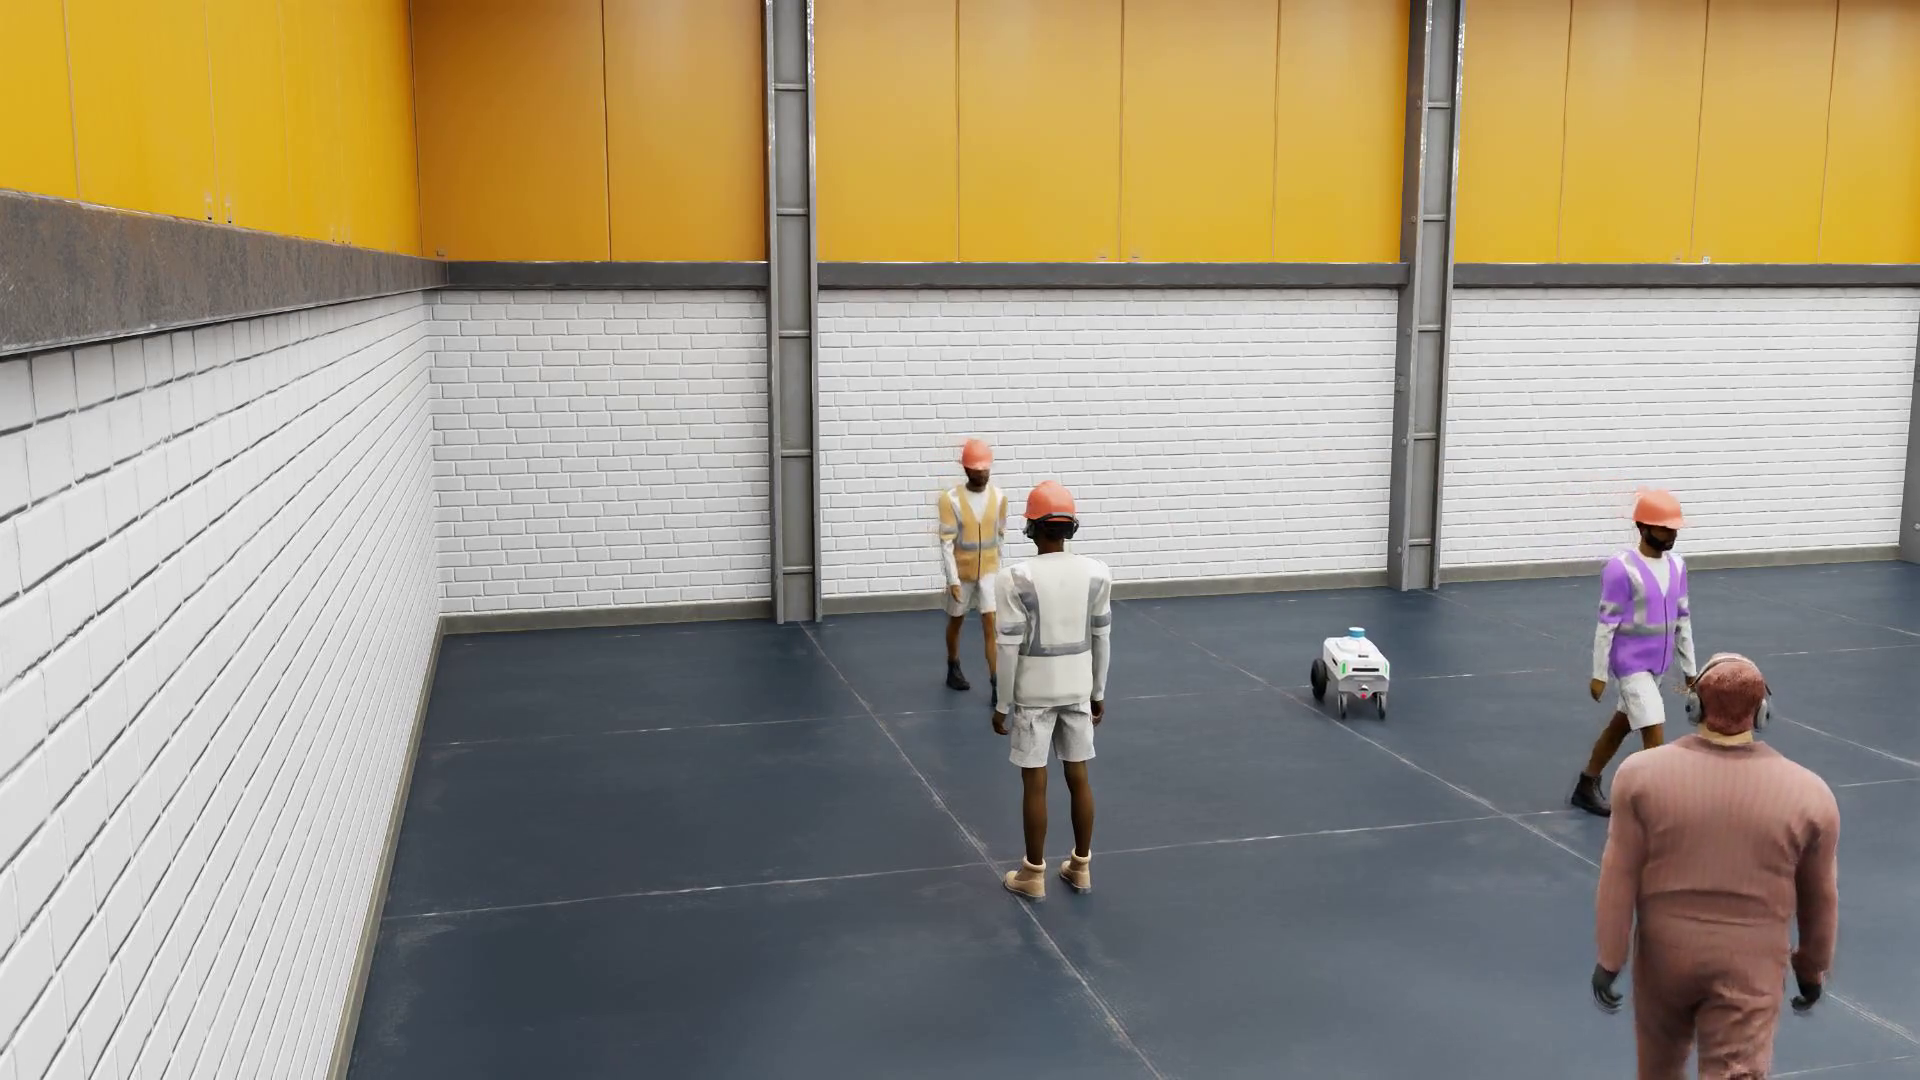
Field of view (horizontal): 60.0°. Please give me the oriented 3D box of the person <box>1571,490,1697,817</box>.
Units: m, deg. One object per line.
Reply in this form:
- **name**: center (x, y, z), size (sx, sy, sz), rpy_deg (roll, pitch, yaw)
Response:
- **person**: center (3.715, 0.660, 8.995), size (0.563, 1.886, 0.986), rpy_deg (-5, 10, -29)

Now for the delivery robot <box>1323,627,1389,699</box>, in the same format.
- **delivery robot**: center (2.762, 0.855, 11.616), size (0.477, 0.478, 0.707), rpy_deg (0, 9, 2)

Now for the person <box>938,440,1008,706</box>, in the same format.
- **person**: center (0.105, 0.219, 11.780), size (0.544, 1.873, 1.026), rpy_deg (-3, 10, -19)

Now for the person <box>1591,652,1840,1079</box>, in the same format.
- **person**: center (2.372, 1.267, 5.251), size (0.675, 1.859, 0.981), rpy_deg (4, 10, 24)

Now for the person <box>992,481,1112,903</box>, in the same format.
- **person**: center (0.430, 0.732, 8.050), size (0.605, 2.044, 0.374), rpy_deg (-4, 10, -22)
